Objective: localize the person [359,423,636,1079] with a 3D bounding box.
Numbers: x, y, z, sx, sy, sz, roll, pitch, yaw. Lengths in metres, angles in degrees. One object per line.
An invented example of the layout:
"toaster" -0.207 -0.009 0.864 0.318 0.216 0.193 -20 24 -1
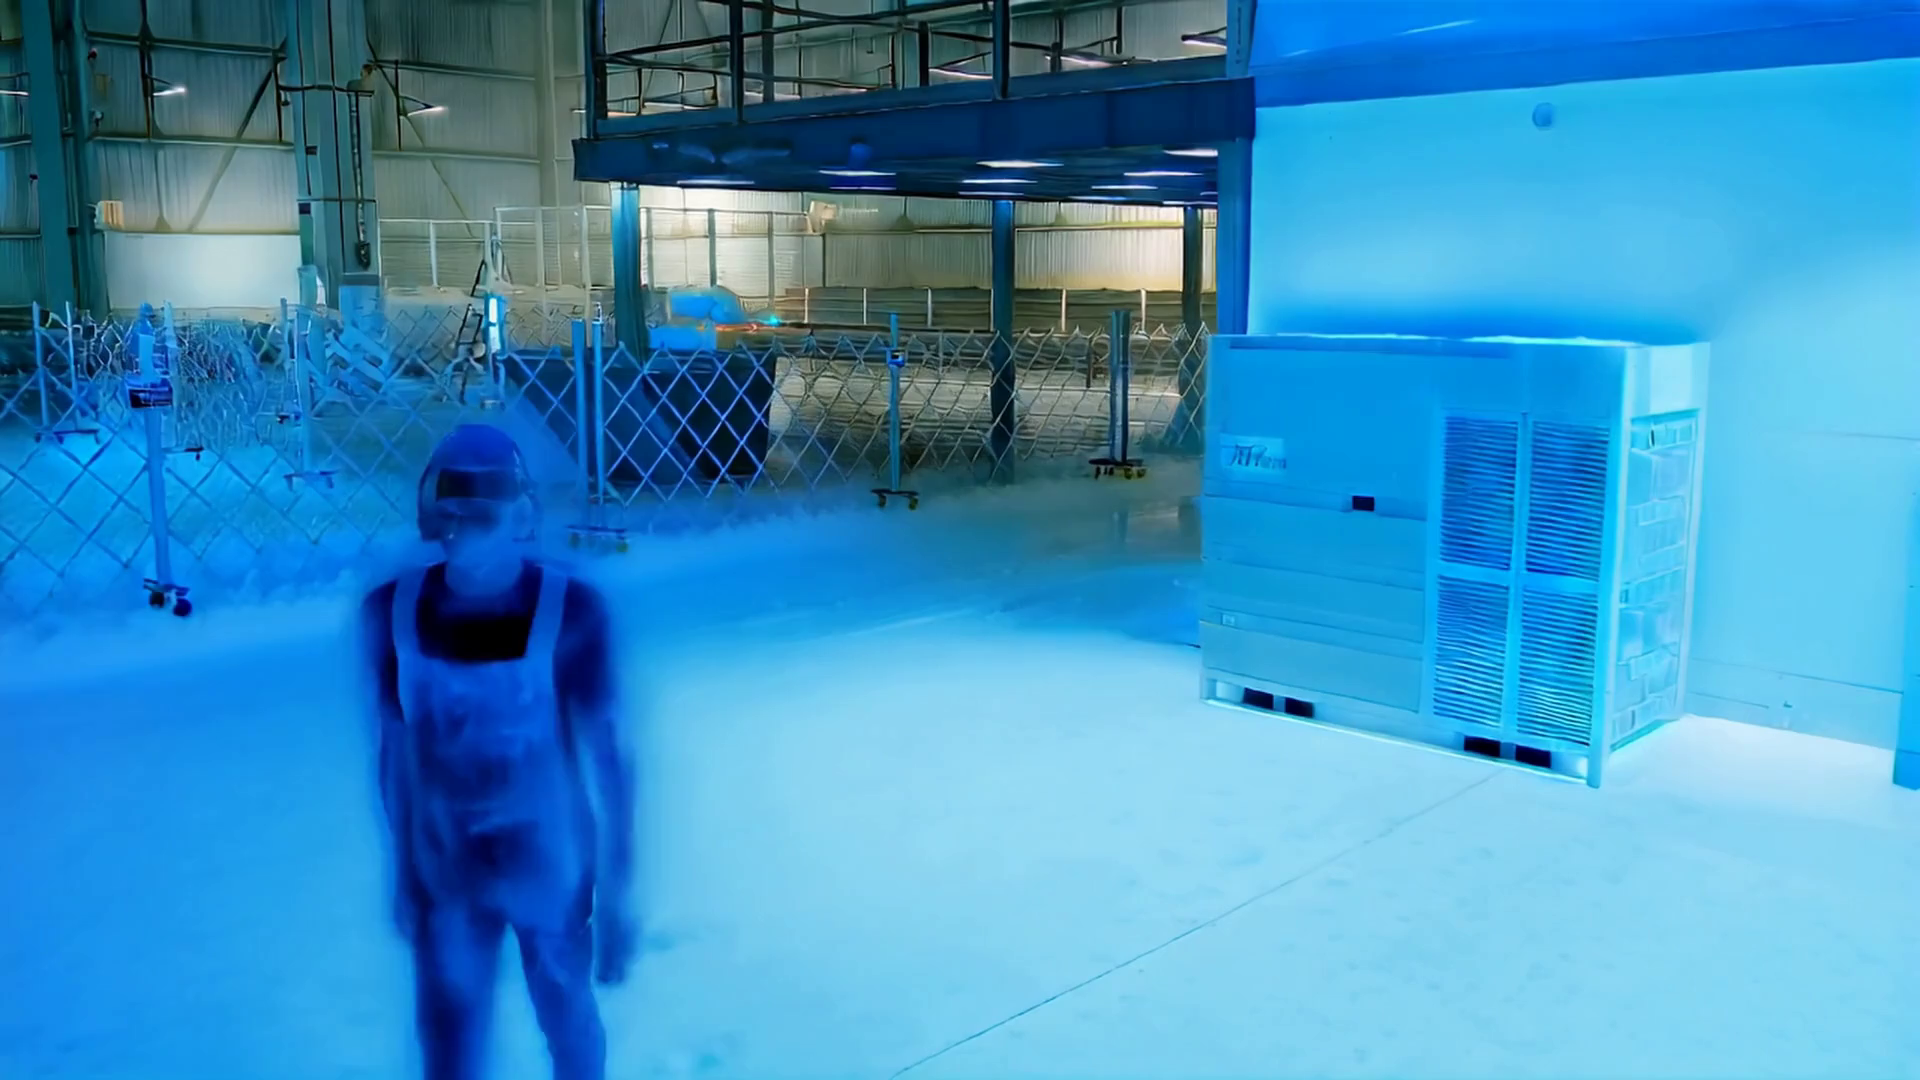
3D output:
"person" -0.889 0.653 3.294 0.527 1.796 0.978 0 9 -1
